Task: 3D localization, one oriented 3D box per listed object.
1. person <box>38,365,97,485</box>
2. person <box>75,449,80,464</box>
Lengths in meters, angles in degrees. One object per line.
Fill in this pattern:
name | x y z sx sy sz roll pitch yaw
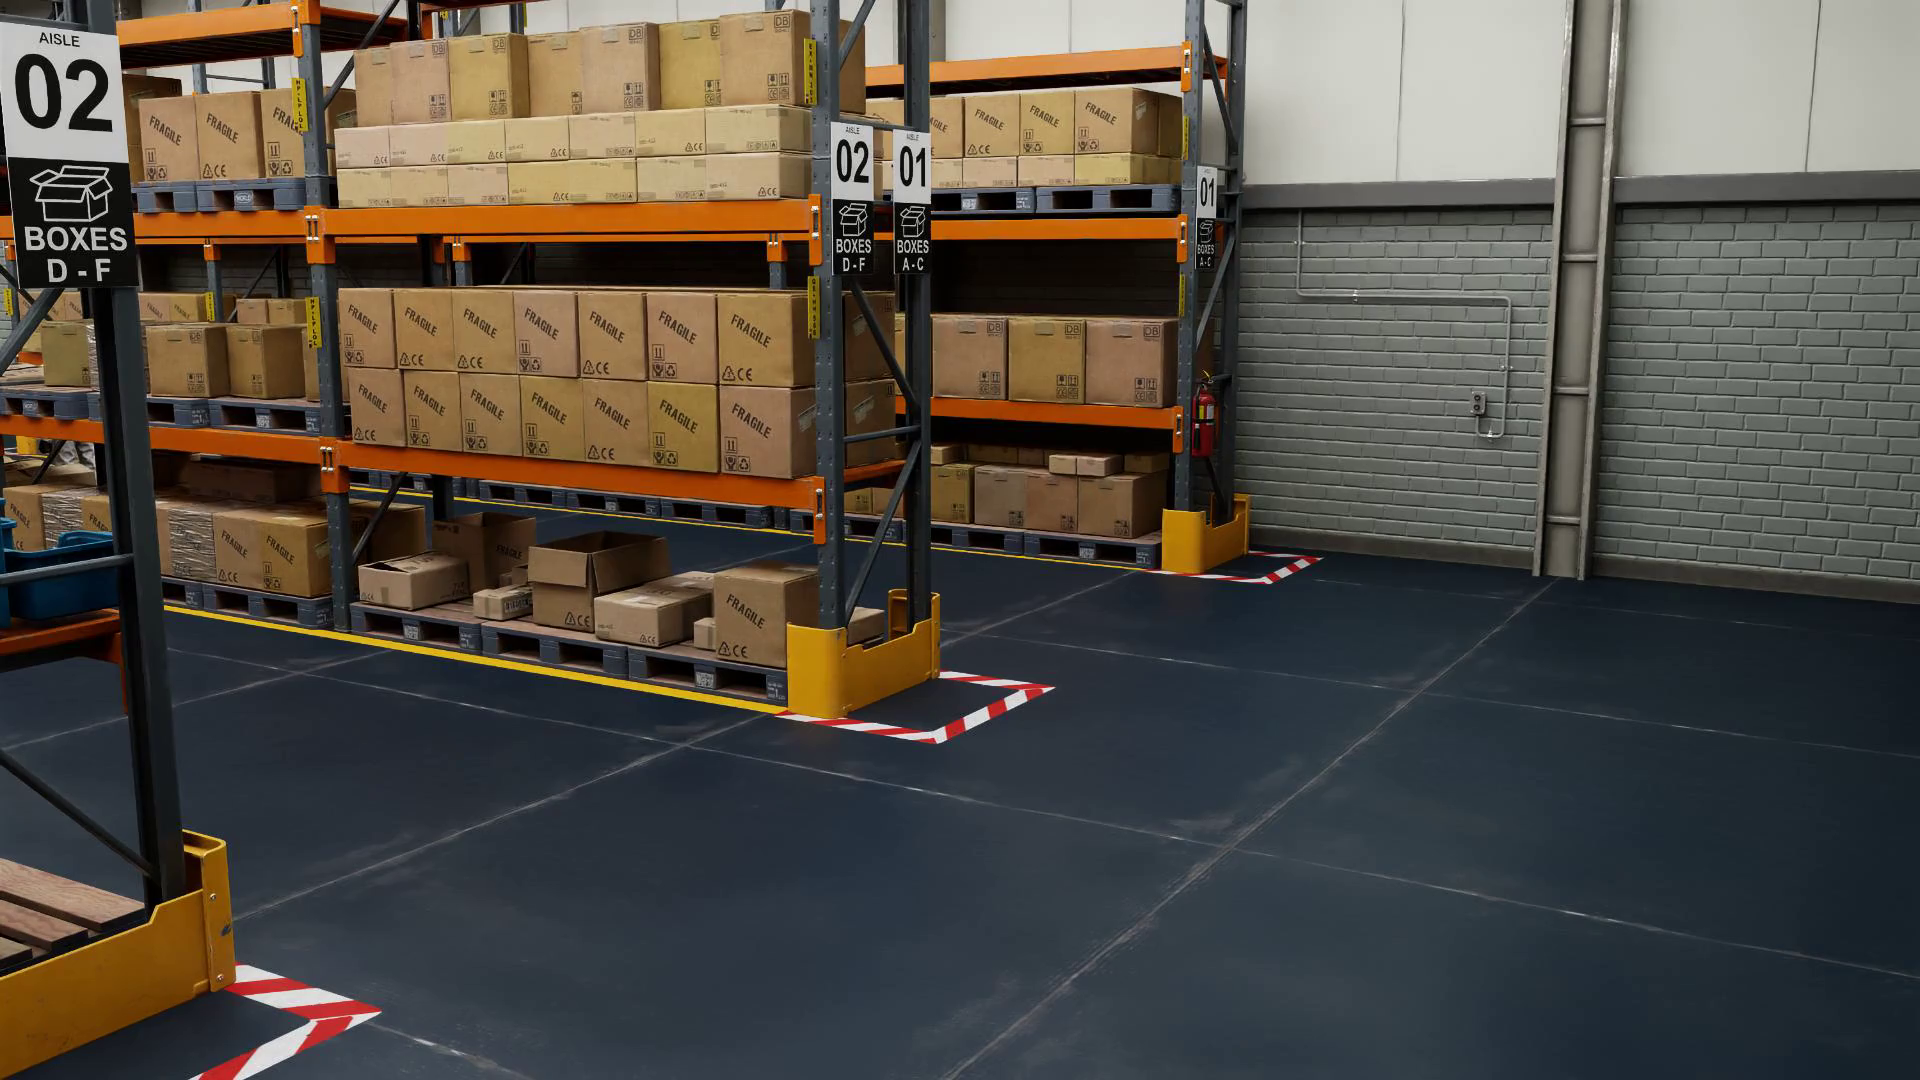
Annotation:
person | -8.084 -0.976 15.114 0.359 1.883 0.573 6 11 32
person | -10.156 -1.521 19.035 0.278 1.633 0.498 0 10 1
